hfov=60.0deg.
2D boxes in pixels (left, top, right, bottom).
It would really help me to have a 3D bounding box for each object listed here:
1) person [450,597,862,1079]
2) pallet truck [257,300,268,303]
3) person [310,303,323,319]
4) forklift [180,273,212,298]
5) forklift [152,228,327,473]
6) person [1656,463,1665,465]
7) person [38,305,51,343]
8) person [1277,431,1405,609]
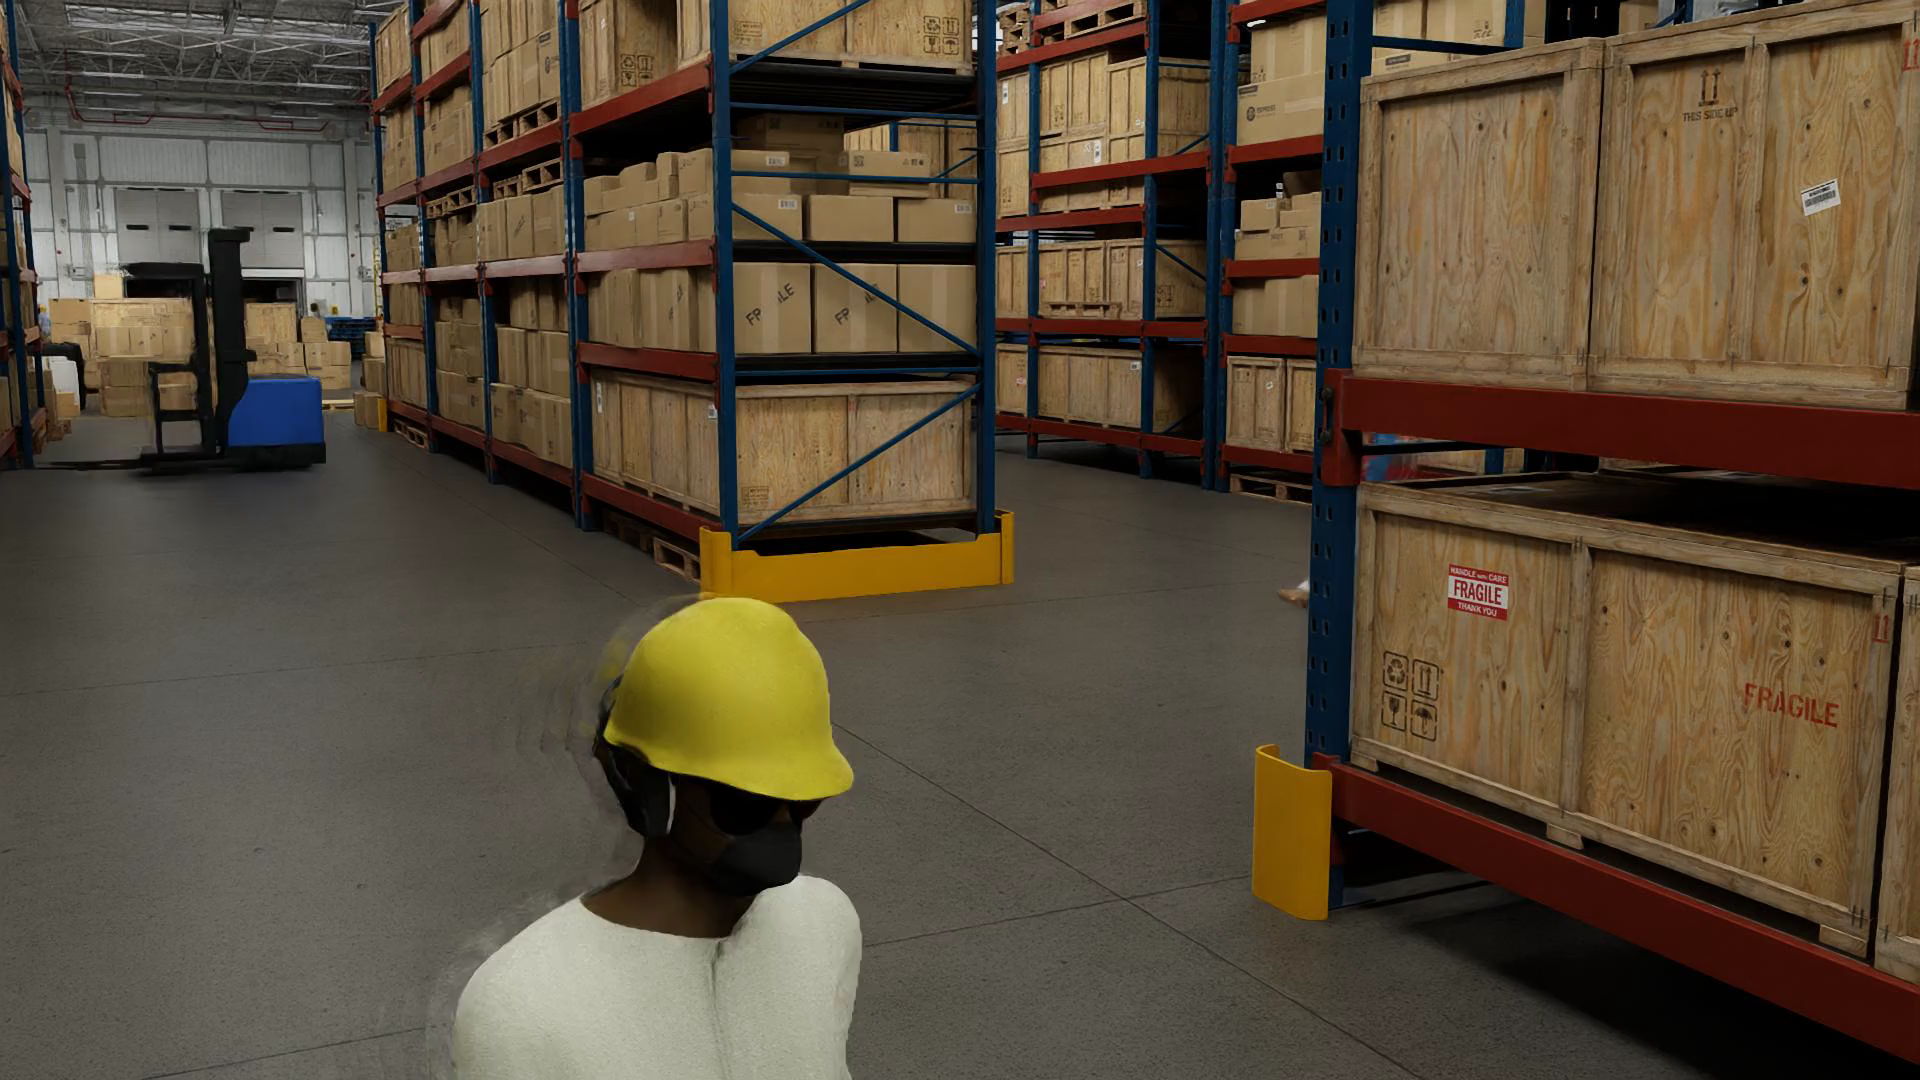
[{"bbox_3d":[-0.343,0.897,1.818,0.516,1.734,0.767,-8,11,-42],"label":"person"},{"bbox_3d":[-23.913,-7.404,58.171,1.885,1.965,0.823,-1,8,-9],"label":"pallet truck"},{"bbox_3d":[-19.435,-6.174,50.024,0.978,1.889,0.651,-1,8,-7],"label":"person"},{"bbox_3d":[-23.551,-6.867,51.438,1.873,2.768,1.129,6,10,37],"label":"forklift"},{"bbox_3d":[-8.579,-2.250,19.605,1.873,2.768,1.129,-4,9,-26],"label":"forklift"},{"bbox_3d":[4.348,-0.387,9.954,0.989,1.956,0.612,0,8,-1],"label":"person"},{"bbox_3d":[-32.066,-7.348,58.289,0.558,1.875,0.973,6,10,35],"label":"person"},{"bbox_3d":[2.603,-0.412,10.694,1.012,1.783,0.641,-2,8,-14],"label":"person"}]
